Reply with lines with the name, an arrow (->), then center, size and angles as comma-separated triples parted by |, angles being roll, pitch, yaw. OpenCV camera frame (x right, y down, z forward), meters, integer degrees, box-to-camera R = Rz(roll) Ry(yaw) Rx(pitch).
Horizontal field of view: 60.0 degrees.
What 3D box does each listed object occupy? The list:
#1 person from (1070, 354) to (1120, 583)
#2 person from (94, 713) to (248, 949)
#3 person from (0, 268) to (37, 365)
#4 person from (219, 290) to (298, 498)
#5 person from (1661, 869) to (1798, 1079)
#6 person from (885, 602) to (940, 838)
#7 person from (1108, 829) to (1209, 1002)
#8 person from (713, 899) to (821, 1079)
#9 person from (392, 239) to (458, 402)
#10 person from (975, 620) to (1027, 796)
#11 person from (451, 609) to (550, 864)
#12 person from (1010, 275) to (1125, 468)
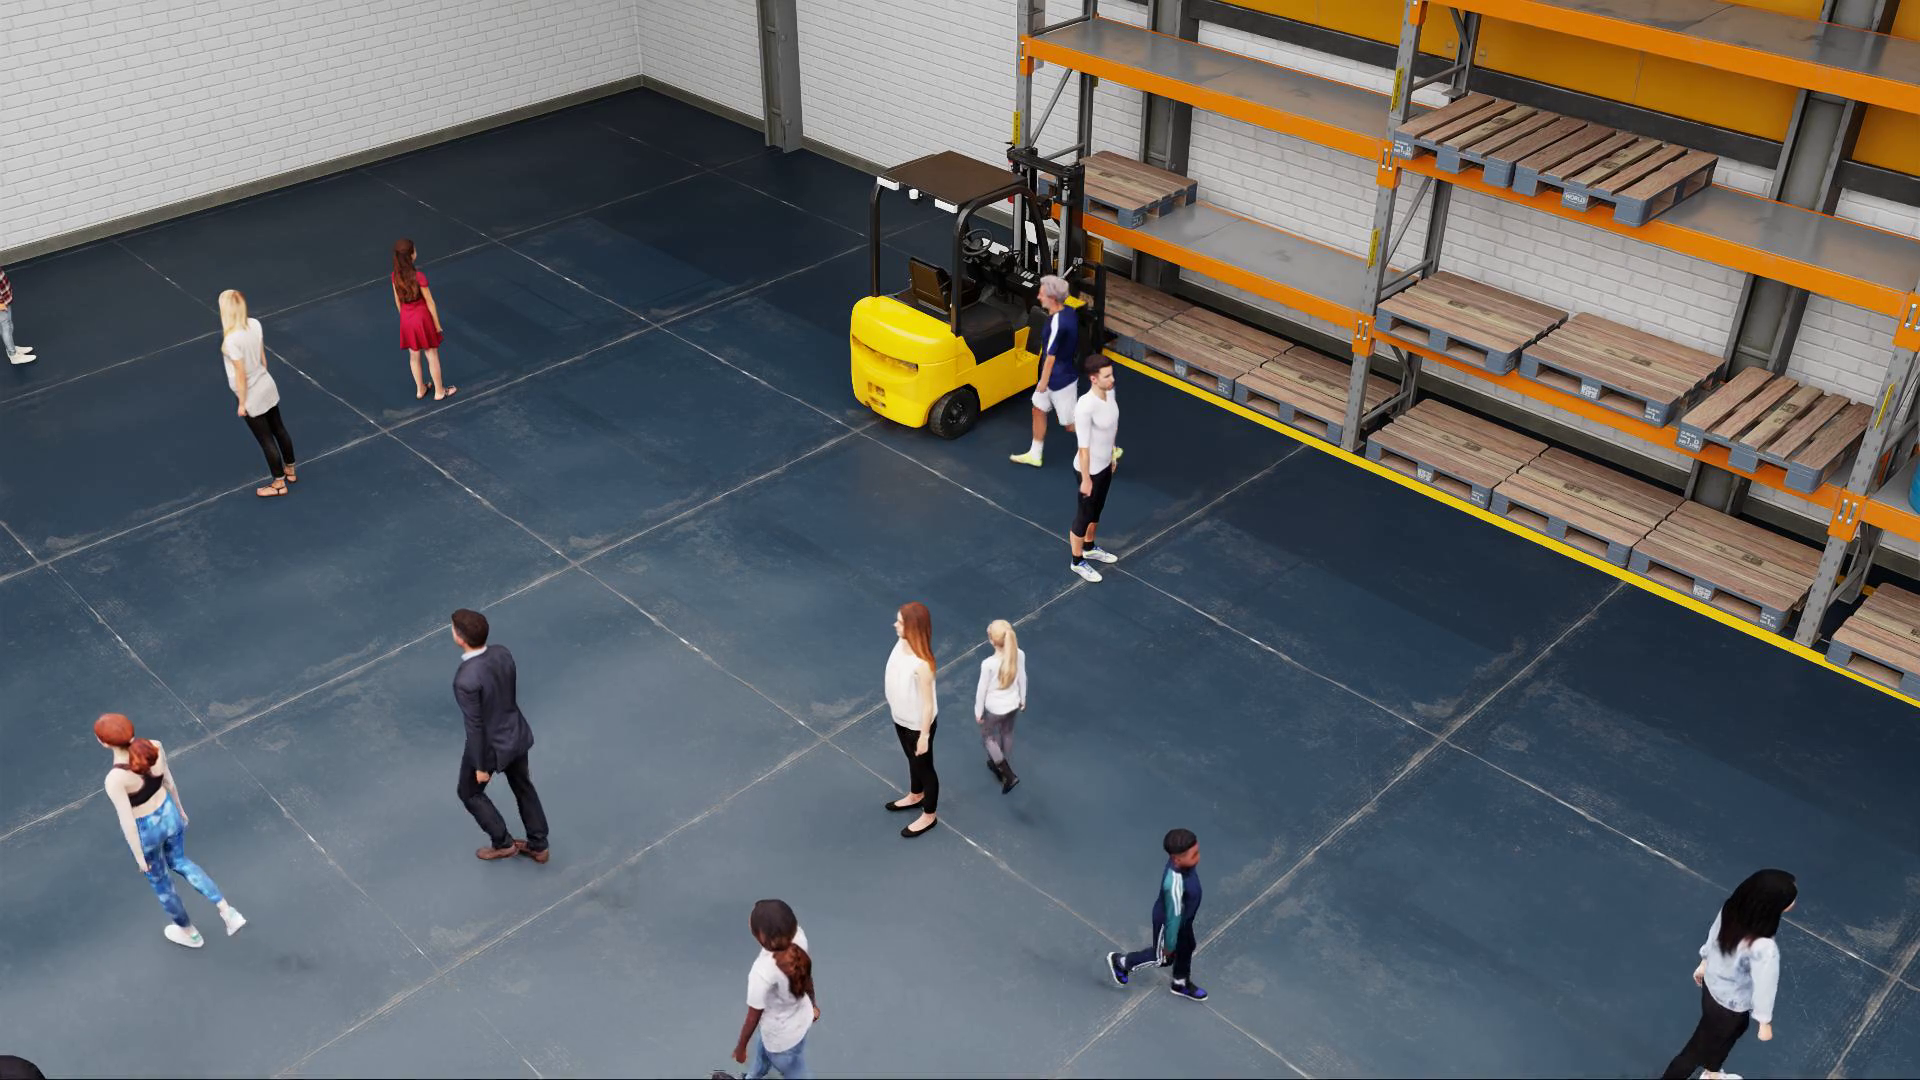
person -> 1.017, -0.584, 12.685 | 0.661, 1.851, 0.725 | 18, 38, 25
person -> -4.432, 1.682, 9.346 | 0.945, 1.772, 0.772 | 12, 36, 18
person -> -9.137, -2.306, 15.768 | 0.637, 1.306, 0.517 | -19, 38, -27
person -> -5.763, -1.212, 13.651 | 0.712, 1.827, 0.679 | 4, 34, 6
person -> 3.810, 2.328, 8.448 | 0.900, 1.691, 0.832 | 3, 34, 4
person -> -0.268, 1.090, 10.283 | 0.703, 1.722, 0.572 | -12, 35, -18
person -> 1.131, 2.076, 9.230 | 0.874, 1.245, 0.703 | 12, 35, 17
person -> -0.782, 2.463, 8.250 | 1.159, 1.684, 0.902 | 12, 35, 18
person -> -4.919, -2.001, 15.084 | 0.664, 1.554, 0.723 | 8, 34, 12
person -> 0.295, 1.098, 10.682 | 0.621, 1.267, 0.756 | -17, 37, -23
person -> -2.704, 1.236, 9.944 | 0.819, 1.852, 0.785 | 12, 36, 18
person -> 0.929, -1.324, 13.853 | 1.231, 1.791, 1.127 | 2, 34, 4
